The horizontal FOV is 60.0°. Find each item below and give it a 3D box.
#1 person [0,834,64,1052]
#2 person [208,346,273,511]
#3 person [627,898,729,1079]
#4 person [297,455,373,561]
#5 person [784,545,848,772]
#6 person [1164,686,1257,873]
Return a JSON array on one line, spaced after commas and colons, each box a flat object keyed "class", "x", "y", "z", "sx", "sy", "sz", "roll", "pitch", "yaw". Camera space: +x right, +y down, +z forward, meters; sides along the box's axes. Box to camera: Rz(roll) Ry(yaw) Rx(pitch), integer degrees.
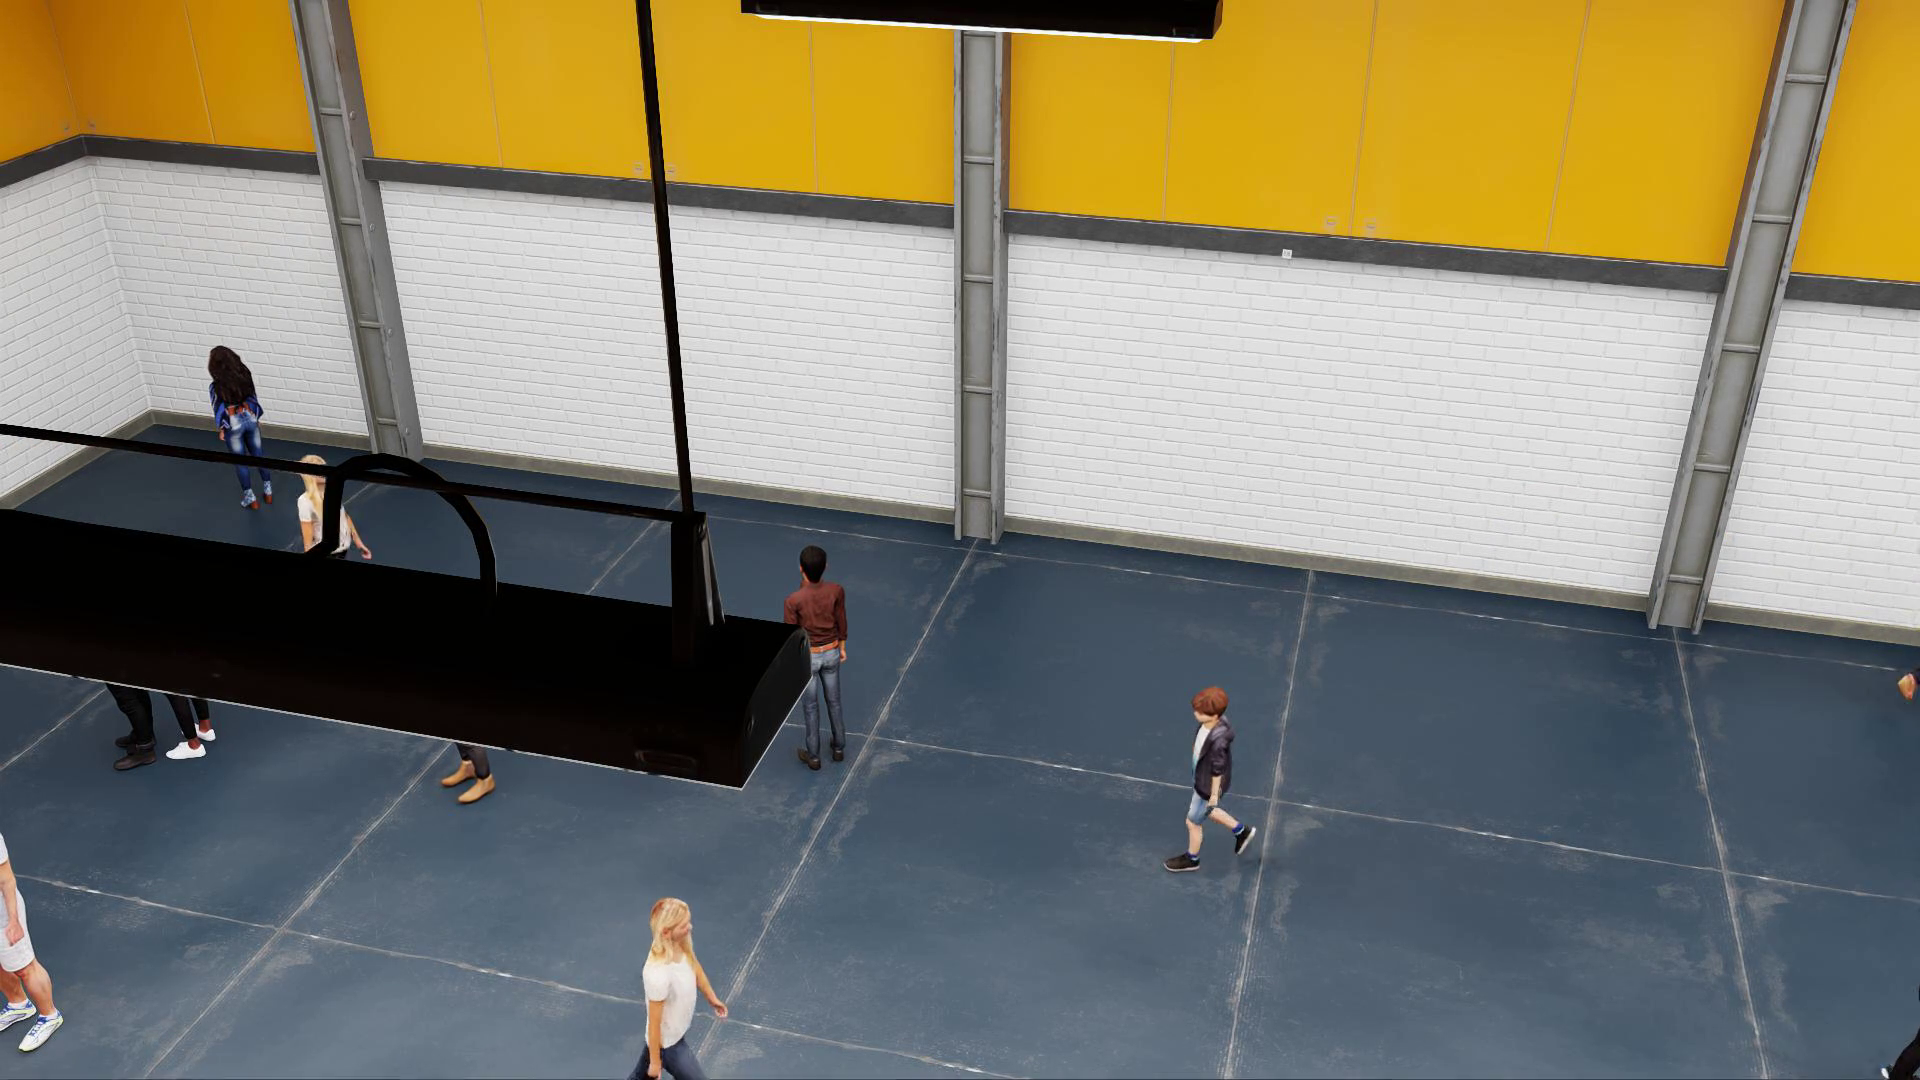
[{"class": "person", "x": -5.520, "y": 2.081, "z": 9.456, "sx": 0.554, "sy": 1.855, "sz": 0.778, "roll": 12, "pitch": 31, "yaw": 21}, {"class": "person", "x": -6.691, "y": -1.062, "z": 15.457, "sx": 0.689, "sy": 1.627, "sz": 0.685, "roll": 23, "pitch": 36, "yaw": 35}, {"class": "person", "x": -1.598, "y": 2.585, "z": 8.641, "sx": 1.235, "sy": 1.752, "sz": 0.834, "roll": 0, "pitch": 29, "yaw": -1}, {"class": "person", "x": -5.025, "y": 0.160, "z": 13.063, "sx": 1.235, "sy": 1.774, "sz": 0.768, "roll": 2, "pitch": 29, "yaw": 3}, {"class": "person", "x": -1.008, "y": 0.832, "z": 11.822, "sx": 0.698, "sy": 1.782, "sz": 0.766, "roll": -14, "pitch": 32, "yaw": -25}, {"class": "person", "x": 1.679, "y": 1.558, "z": 10.855, "sx": 0.898, "sy": 1.434, "sz": 0.678, "roll": -1, "pitch": 29, "yaw": -2}]
